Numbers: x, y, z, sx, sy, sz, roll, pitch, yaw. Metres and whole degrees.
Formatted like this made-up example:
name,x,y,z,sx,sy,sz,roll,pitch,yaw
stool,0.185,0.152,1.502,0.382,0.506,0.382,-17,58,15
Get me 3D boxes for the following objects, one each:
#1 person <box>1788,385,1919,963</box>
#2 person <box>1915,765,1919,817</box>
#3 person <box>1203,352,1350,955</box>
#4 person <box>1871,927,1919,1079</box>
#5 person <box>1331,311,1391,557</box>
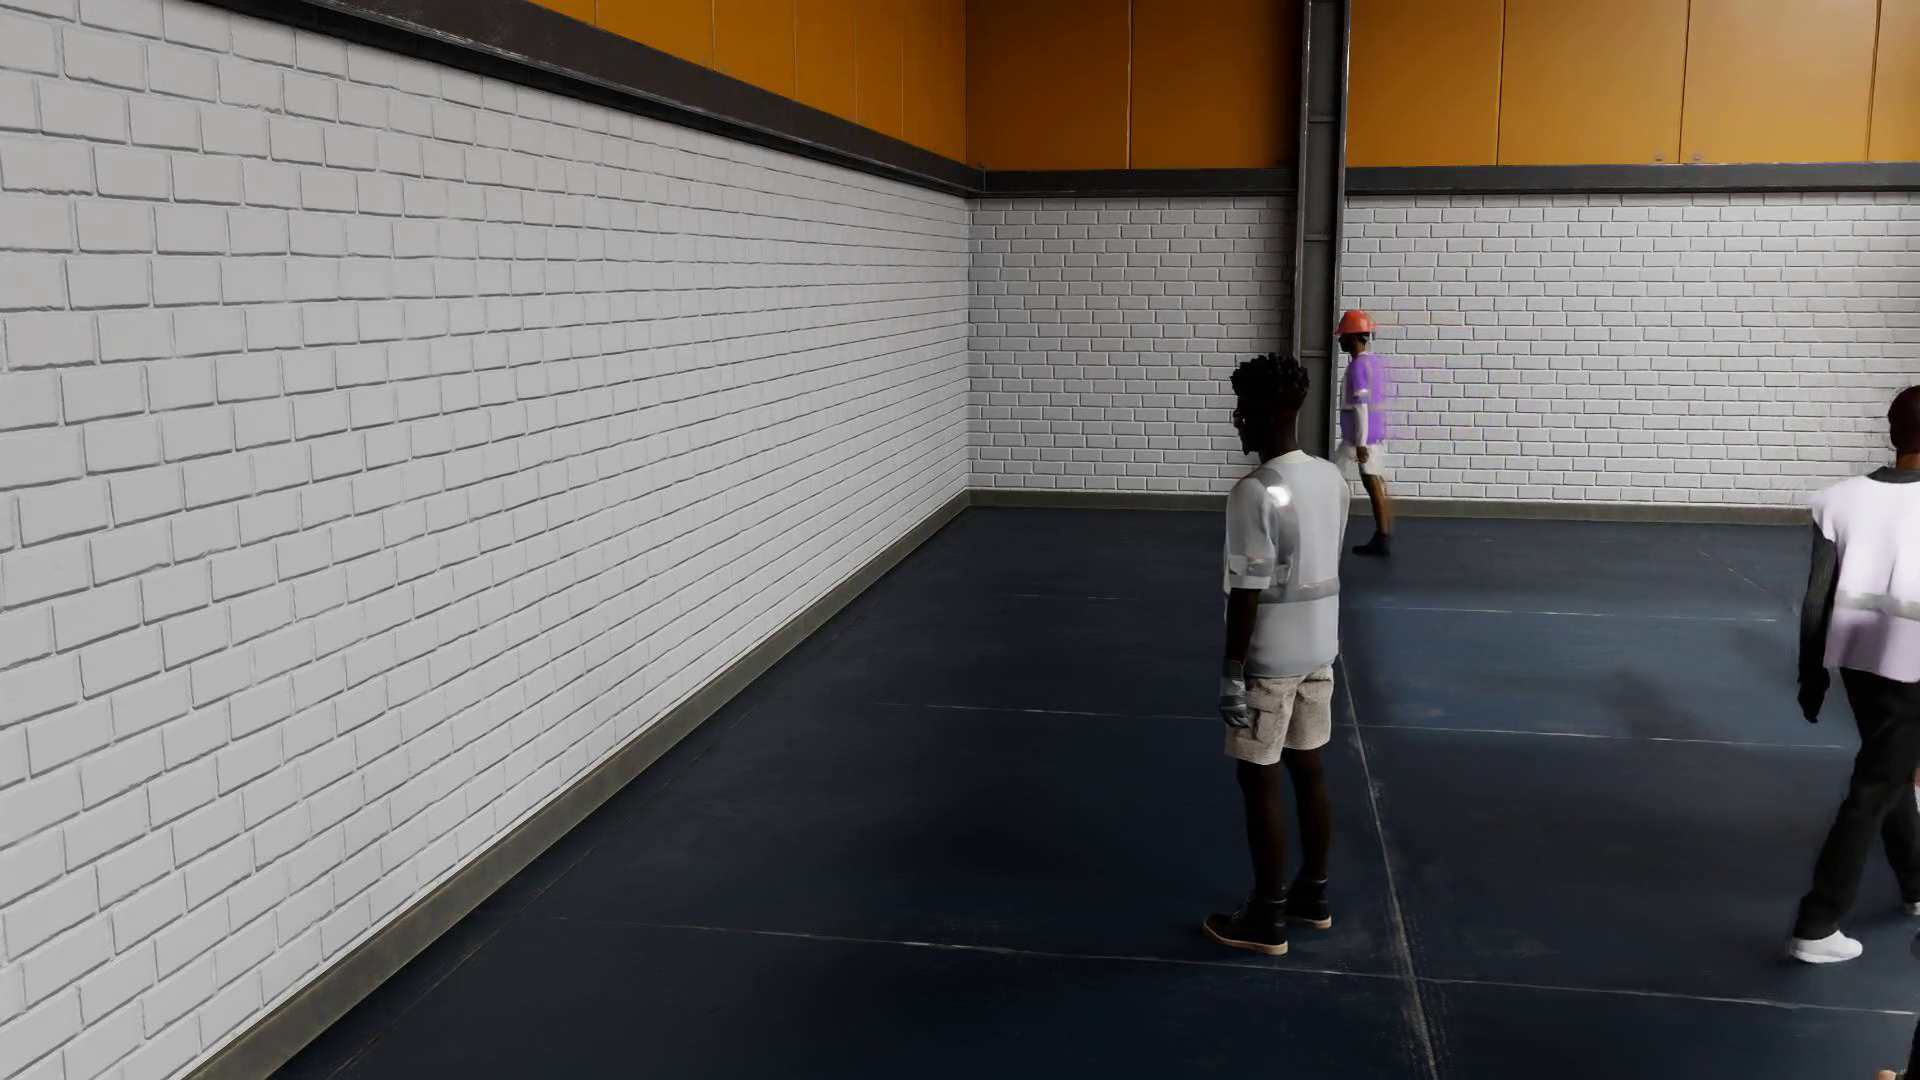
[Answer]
name,x,y,z,sx,sy,sz,roll,pitch,yaw
person,3.084,0.435,5.445,1.042,1.828,0.584,-5,10,-27
person,4.143,0.234,6.588,0.853,1.875,0.680,0,9,1
person,1.042,0.369,5.470,0.376,1.959,0.608,9,12,43
person,2.509,0.777,3.866,0.534,1.652,0.889,1,9,3
person,2.990,-0.826,13.015,0.914,1.900,0.566,5,10,28
